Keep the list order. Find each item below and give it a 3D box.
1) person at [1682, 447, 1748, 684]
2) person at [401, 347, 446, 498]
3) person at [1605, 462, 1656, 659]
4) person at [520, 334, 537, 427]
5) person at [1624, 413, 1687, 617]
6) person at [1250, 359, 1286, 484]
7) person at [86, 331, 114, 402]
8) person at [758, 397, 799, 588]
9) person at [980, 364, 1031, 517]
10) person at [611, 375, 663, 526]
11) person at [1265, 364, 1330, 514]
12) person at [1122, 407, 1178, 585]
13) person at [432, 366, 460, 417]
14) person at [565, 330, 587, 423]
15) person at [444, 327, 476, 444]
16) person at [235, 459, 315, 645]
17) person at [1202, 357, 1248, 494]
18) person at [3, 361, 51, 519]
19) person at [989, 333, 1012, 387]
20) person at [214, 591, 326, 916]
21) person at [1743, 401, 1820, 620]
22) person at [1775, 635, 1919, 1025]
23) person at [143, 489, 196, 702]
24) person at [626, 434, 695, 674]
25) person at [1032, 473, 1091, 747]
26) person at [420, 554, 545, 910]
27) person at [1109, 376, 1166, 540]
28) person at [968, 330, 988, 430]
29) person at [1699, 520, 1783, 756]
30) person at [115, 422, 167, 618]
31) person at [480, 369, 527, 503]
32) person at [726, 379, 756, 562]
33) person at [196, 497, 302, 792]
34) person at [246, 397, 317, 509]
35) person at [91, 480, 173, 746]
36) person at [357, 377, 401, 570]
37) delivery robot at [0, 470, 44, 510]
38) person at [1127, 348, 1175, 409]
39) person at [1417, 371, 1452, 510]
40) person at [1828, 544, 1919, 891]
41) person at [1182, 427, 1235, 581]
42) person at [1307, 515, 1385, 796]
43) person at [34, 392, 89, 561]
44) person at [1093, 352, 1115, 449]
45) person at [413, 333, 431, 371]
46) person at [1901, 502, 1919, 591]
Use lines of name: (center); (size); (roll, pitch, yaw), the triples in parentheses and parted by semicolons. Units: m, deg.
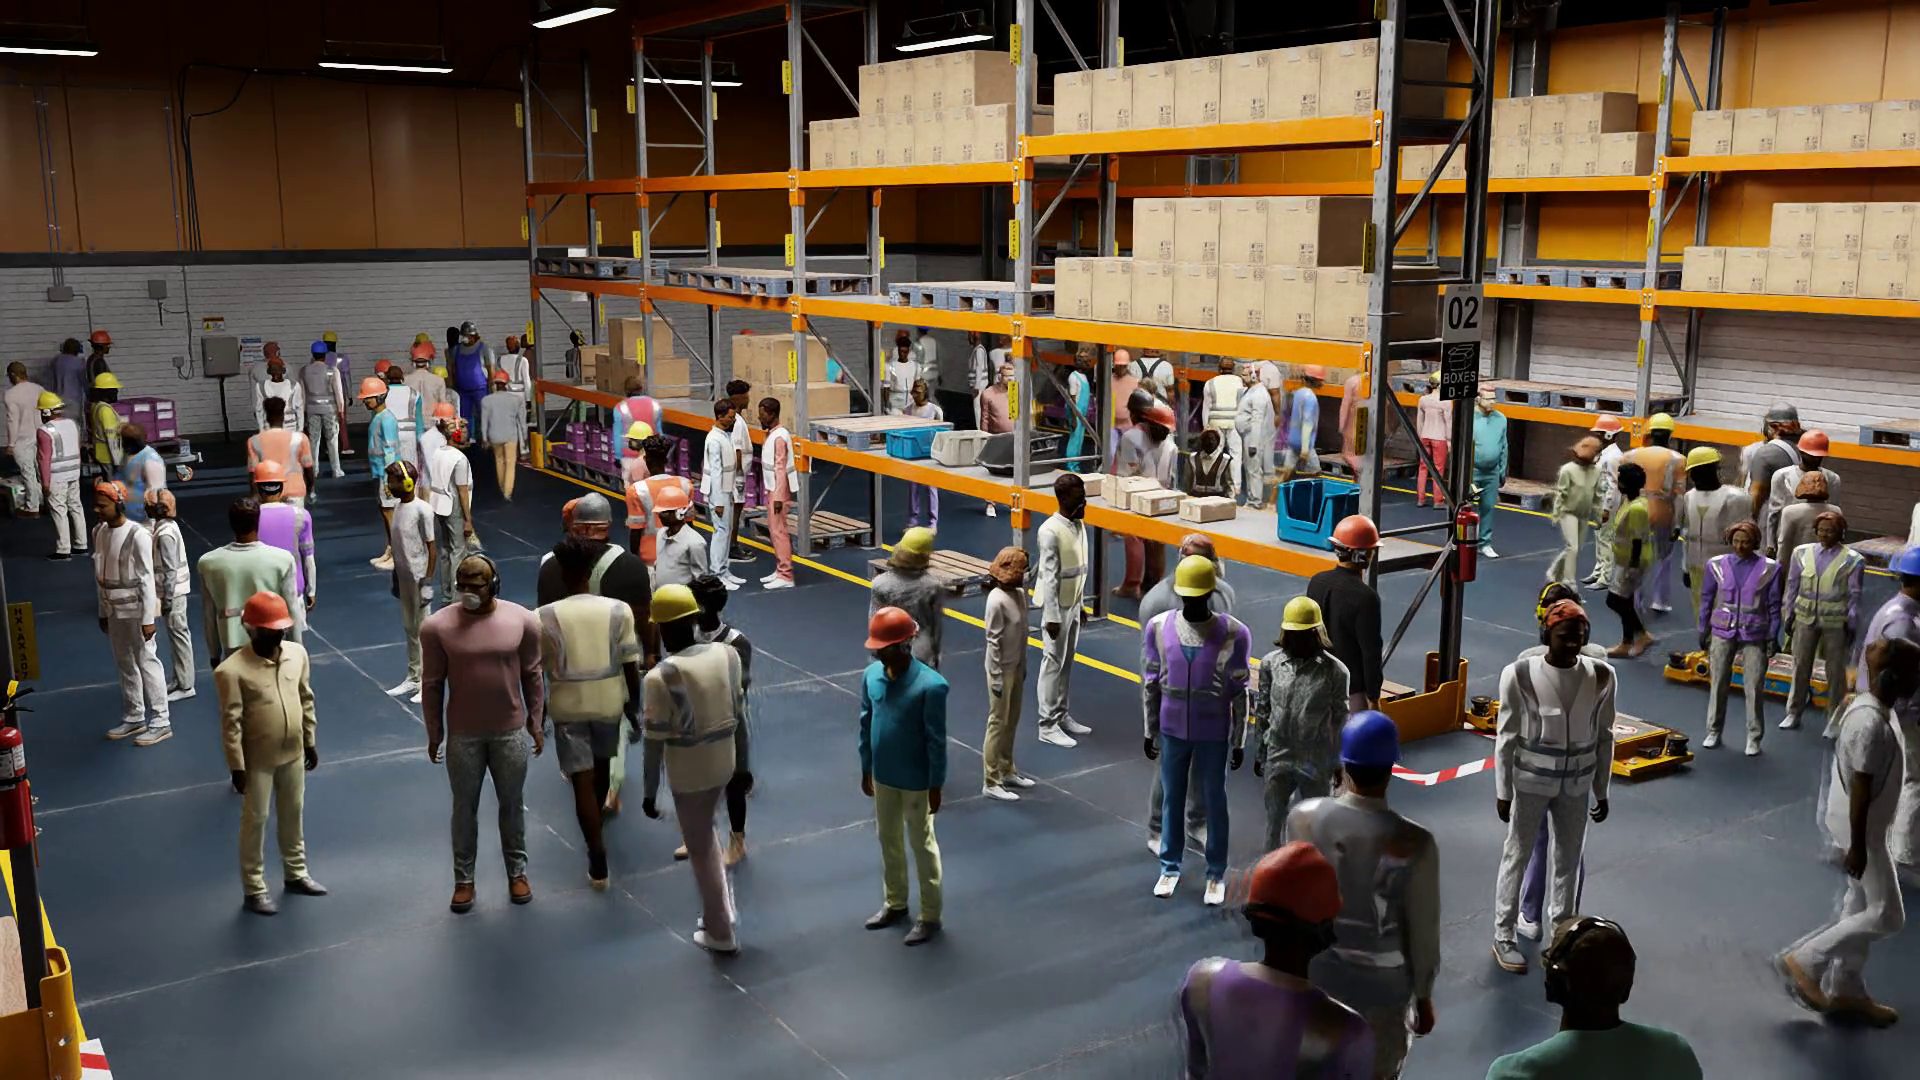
person: (6.027, 0.194, 13.274); (0.573, 1.870, 0.644); (-6, 13, -30)
person: (-7.034, -1.533, 21.847); (0.621, 1.985, 0.408); (-3, 12, -17)
person: (5.544, 0.184, 13.810); (0.368, 1.681, 0.552); (3, 11, 15)
person: (-7.563, -2.800, 29.229); (0.283, 1.633, 0.497); (0, 11, 1)
person: (6.436, -0.229, 15.411); (0.585, 1.895, 0.647); (9, 14, 38)
person: (4.259, -1.800, 23.065); (0.538, 2.000, 0.683); (-6, 13, -28)
person: (-12.502, -2.034, 24.295); (0.416, 2.035, 0.609); (-8, 14, -37)
person: (-1.825, -0.480, 16.667); (0.404, 1.906, 0.598); (-3, 11, -14)
person: (0.564, -1.220, 20.481); (0.643, 1.901, 0.395); (-2, 11, -12)
person: (-3.810, -1.034, 19.688); (0.644, 1.827, 0.578); (-8, 14, -36)
person: (4.131, -1.158, 19.969); (1.064, 1.981, 0.630); (-2, 11, -8)
person: (1.805, -0.332, 15.941); (0.655, 1.872, 0.992); (-2, 11, -11)
person: (-6.821, -1.432, 21.979); (0.489, 1.736, 0.321); (5, 12, 23)
person: (-6.137, -2.449, 26.813); (0.516, 1.877, 0.329); (9, 14, 40)
person: (-8.138, -2.512, 27.060); (0.587, 1.910, 0.397); (8, 14, 36)
person: (-5.058, 0.364, 12.300); (0.550, 1.925, 0.391); (-8, 13, -34)
person: (3.542, -1.521, 22.188); (0.628, 1.837, 0.429); (2, 11, 10)
person: (-11.434, -1.223, 20.388); (0.370, 1.934, 0.627); (2, 11, 12)
person: (0.771, -2.515, 27.342); (0.629, 1.810, 0.428); (2, 11, 11)
person: (-3.659, 1.121, 8.882); (0.367, 1.743, 0.569); (6, 13, 29)
person: (7.417, -0.263, 15.199); (0.684, 2.000, 0.538); (-4, 12, -21)
person: (4.120, 1.326, 7.576); (0.444, 1.834, 0.522); (6, 13, 29)
person: (-6.060, 0.416, 12.752); (0.309, 1.641, 0.513); (-5, 12, -25)
person: (-2.417, 0.119, 13.432); (0.604, 1.966, 0.367); (-9, 14, -39)
person: (0.722, 0.476, 11.730); (0.391, 1.920, 0.587); (5, 12, 24)
person: (-2.544, 1.015, 8.921); (0.635, 1.936, 0.353); (-3, 12, -17)
person: (2.081, -0.896, 18.835); (1.009, 1.885, 0.653); (-3, 11, -13)
person: (0.285, -2.546, 27.310); (0.359, 1.879, 0.586); (-1, 11, -3)
person: (5.387, 0.664, 11.513); (0.523, 1.631, 0.313); (7, 13, 33)
person: (-7.572, -0.188, 15.434); (0.434, 1.821, 0.653); (-10, 15, -41)
person: (-5.928, -1.354, 21.613); (0.575, 1.723, 0.832); (-1, 11, -6)
person: (-2.397, -0.747, 17.875); (0.362, 1.960, 0.613); (-3, 11, -14)
person: (-4.554, 0.681, 10.717); (0.590, 1.909, 0.385); (-3, 11, -14)
person: (-6.759, -0.470, 16.596); (0.602, 1.922, 1.021); (-2, 11, -11)
person: (-5.850, 0.508, 11.693); (0.573, 1.877, 0.353); (6, 13, 28)
person: (-6.064, -0.693, 17.440); (0.407, 2.031, 0.613); (-6, 13, -28)
delivery robot: (-11.643, -0.625, 20.624); (0.477, 0.478, 0.707); (-10, 15, -42)
person: (2.704, -1.887, 23.508); (0.688, 2.000, 0.539); (4, 12, 18)
person: (6.013, -1.259, 21.024); (0.325, 1.760, 0.523); (-8, 14, -36)
person: (5.261, 0.967, 9.201); (0.732, 1.916, 0.637); (6, 13, 28)
person: (2.450, -0.304, 16.433); (0.523, 1.641, 0.306); (5, 12, 22)
person: (2.250, 0.836, 9.690); (0.387, 1.992, 0.626); (-5, 12, -25)
person: (-9.704, -0.686, 17.928); (0.403, 1.823, 0.595); (2, 11, 8)
person: (2.346, -2.262, 26.335); (0.536, 1.691, 0.319); (7, 13, 32)
person: (-9.013, -2.611, 27.979); (0.306, 1.745, 0.483); (-4, 12, -21)
person: (7.327, 0.350, 12.448); (0.400, 1.894, 0.653); (-4, 12, -20)
